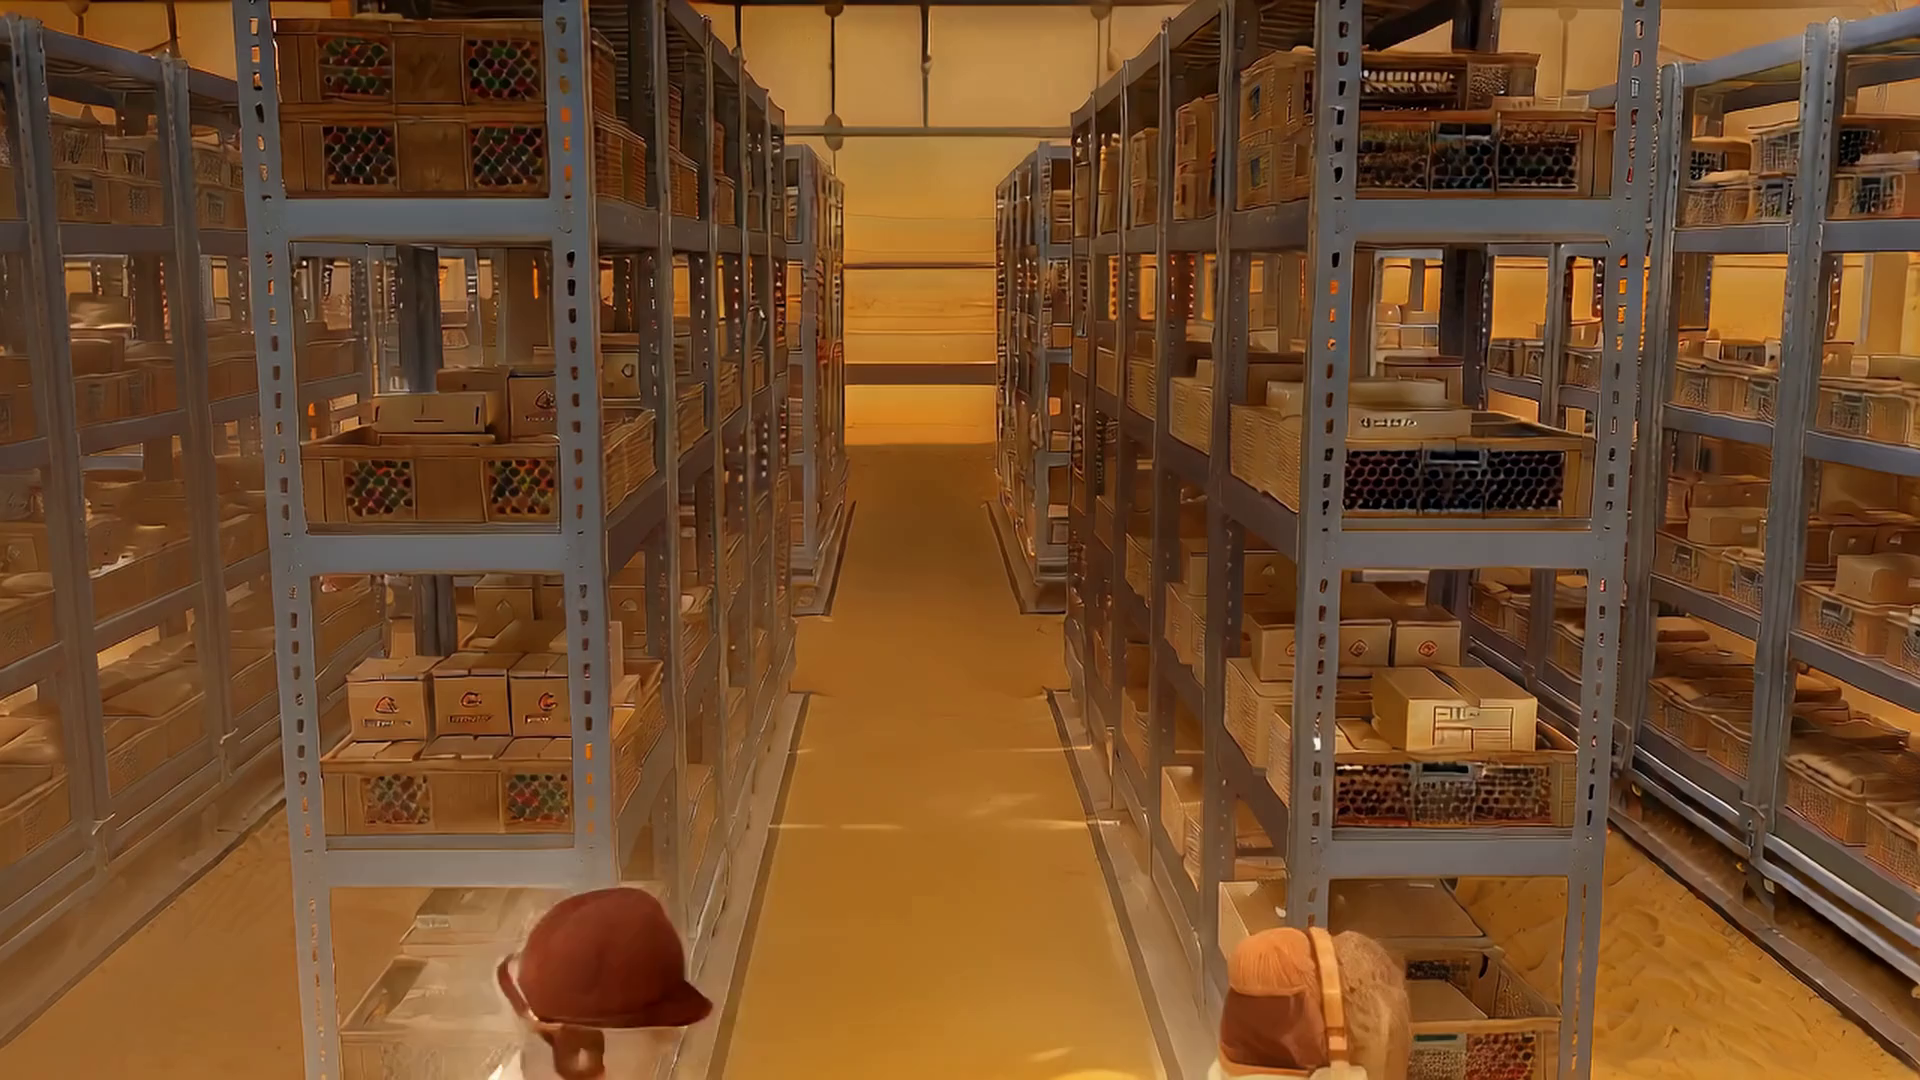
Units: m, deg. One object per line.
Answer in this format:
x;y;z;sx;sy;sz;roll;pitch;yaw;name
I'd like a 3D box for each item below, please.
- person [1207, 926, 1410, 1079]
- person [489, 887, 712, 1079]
0.427;1.402;2.108;0.407;1.904;0.655;1;9;4;person
-0.612;1.395;2.568;0.968;1.773;0.598;-2;10;-15;person
